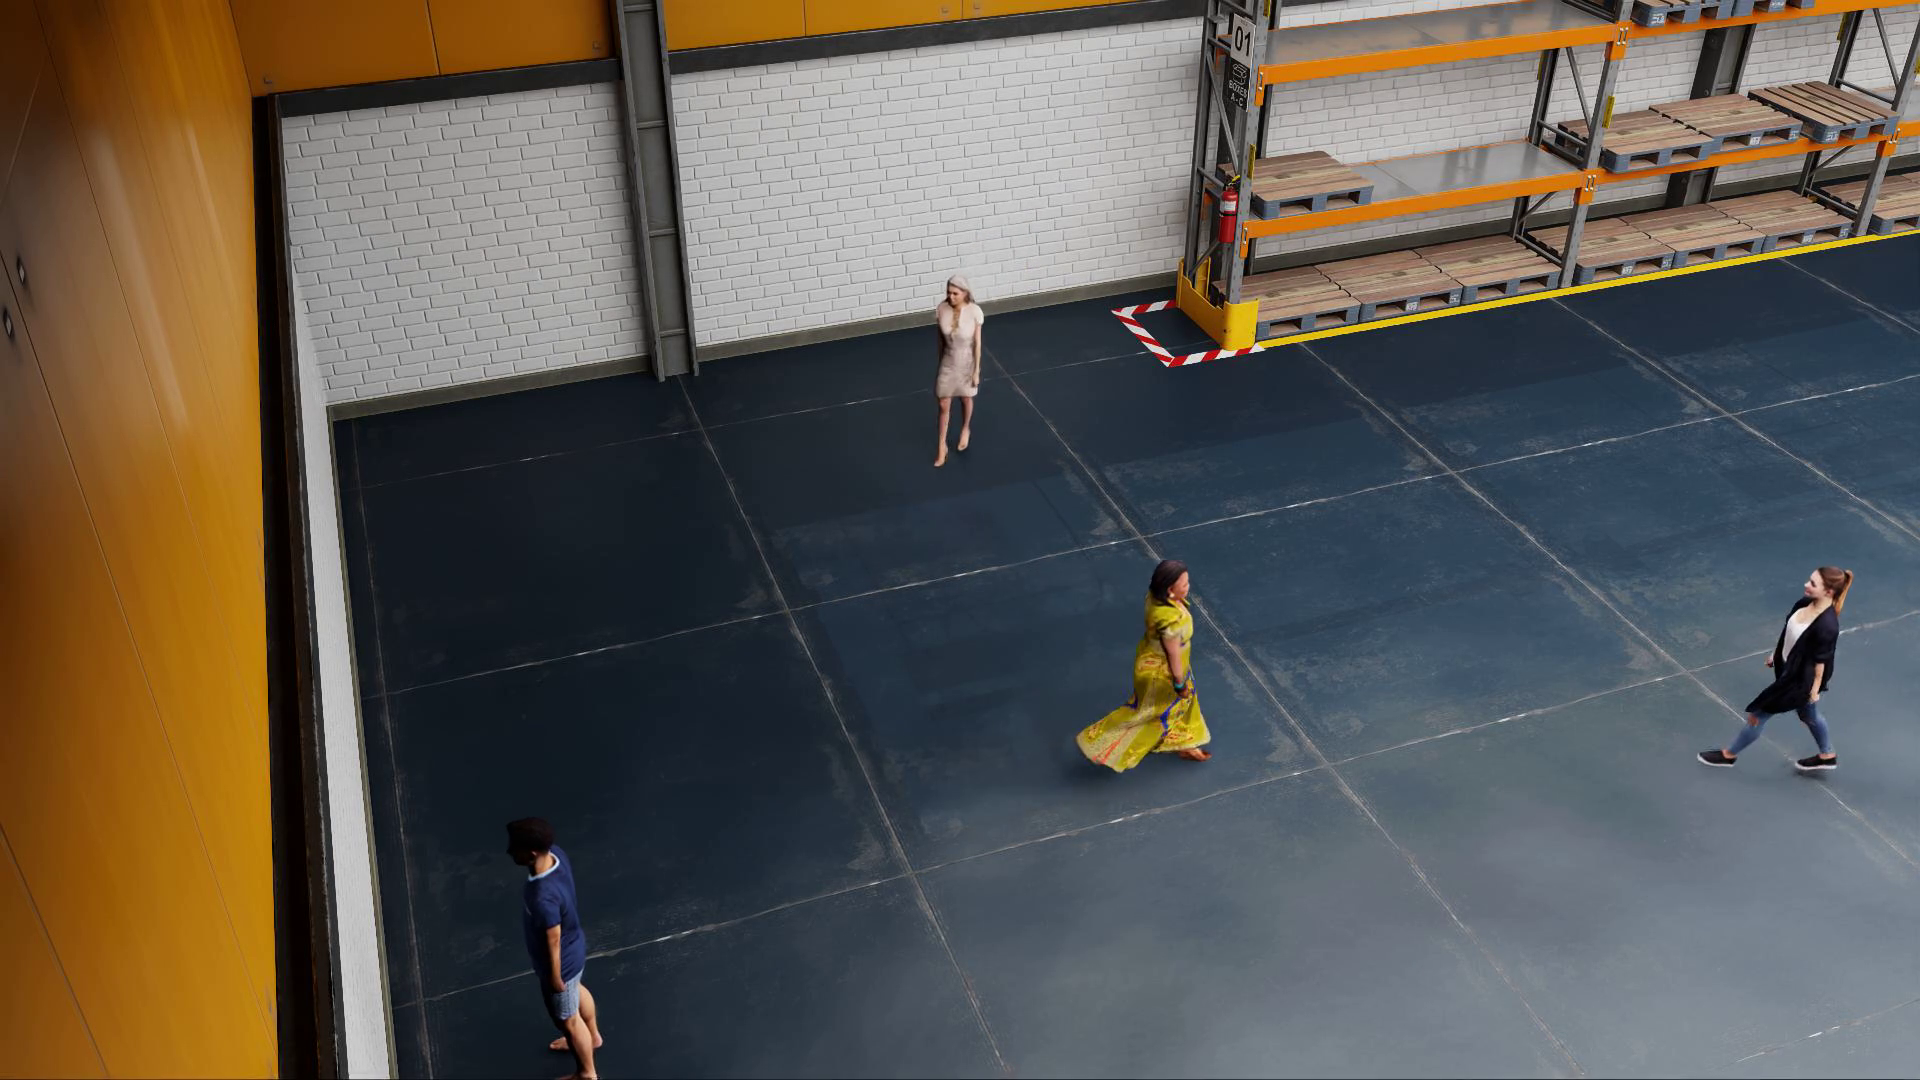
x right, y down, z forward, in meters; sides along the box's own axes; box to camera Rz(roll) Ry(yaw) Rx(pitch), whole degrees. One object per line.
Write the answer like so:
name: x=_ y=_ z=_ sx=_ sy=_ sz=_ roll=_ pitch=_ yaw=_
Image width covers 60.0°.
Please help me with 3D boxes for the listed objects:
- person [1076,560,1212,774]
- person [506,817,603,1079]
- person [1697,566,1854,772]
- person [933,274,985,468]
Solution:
person: x=1.230 y=0.863 z=10.887 sx=1.272 sy=1.625 sz=1.001 roll=2 pitch=34 yaw=2
person: x=-2.104 y=2.158 z=8.740 sx=0.625 sy=1.844 sz=0.661 roll=-4 pitch=34 yaw=-6
person: x=5.555 y=0.900 z=10.820 sx=1.213 sy=1.636 sz=1.003 roll=6 pitch=34 yaw=9
person: x=0.029 y=-1.530 z=14.405 sx=0.932 sy=1.714 sz=0.945 roll=9 pitch=35 yaw=13
